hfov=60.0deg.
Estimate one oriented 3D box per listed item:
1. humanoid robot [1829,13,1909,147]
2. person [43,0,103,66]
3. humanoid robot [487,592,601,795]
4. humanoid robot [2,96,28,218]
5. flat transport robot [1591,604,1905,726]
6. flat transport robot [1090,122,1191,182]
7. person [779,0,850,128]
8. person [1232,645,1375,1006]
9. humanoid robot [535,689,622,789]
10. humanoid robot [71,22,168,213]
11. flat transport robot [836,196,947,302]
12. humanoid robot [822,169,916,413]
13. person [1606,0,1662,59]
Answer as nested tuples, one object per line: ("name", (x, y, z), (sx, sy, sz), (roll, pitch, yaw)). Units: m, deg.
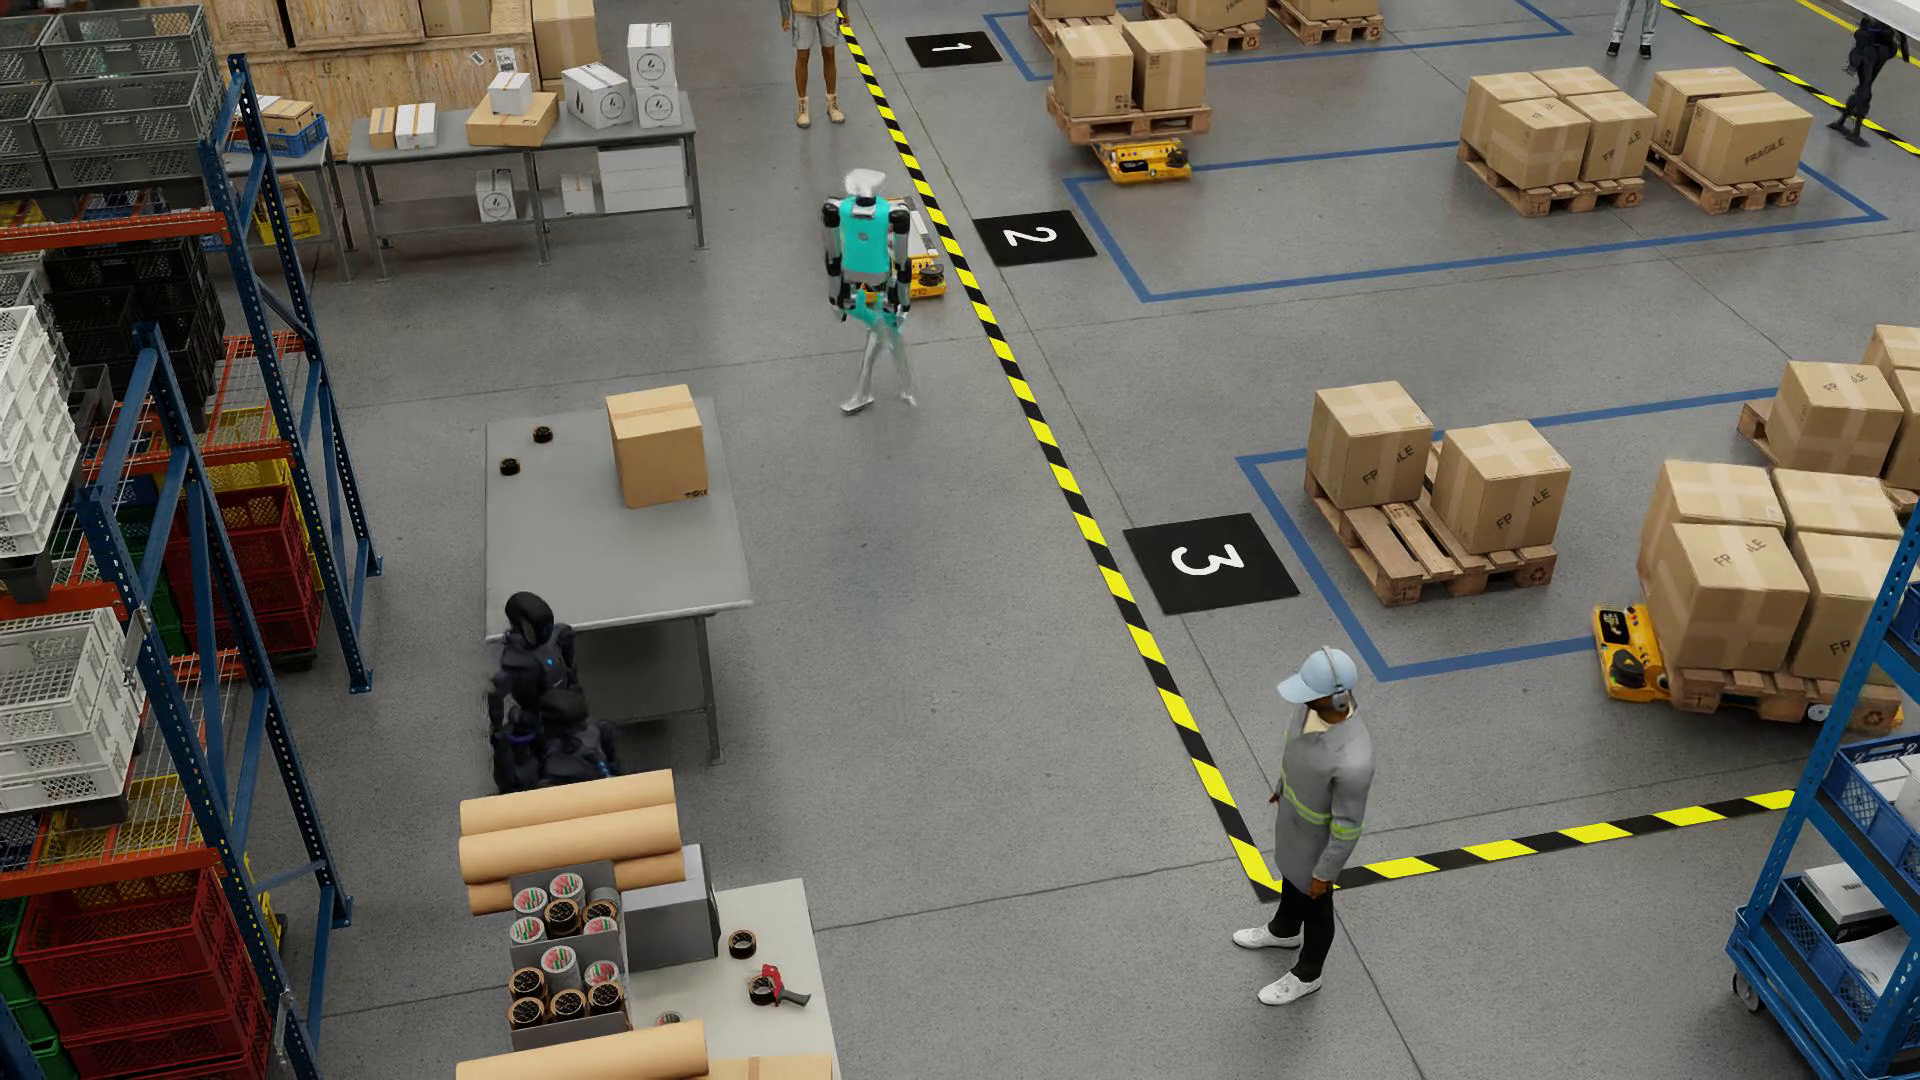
("humanoid robot", (7.751, -4.133, 13.938), (0.589, 1.643, 0.611), (-15, 39, -19))
("person", (-8.261, -5.217, 15.210), (0.480, 1.886, 0.680), (19, 41, 24))
("humanoid robot", (-1.823, 0.889, 7.187), (0.352, 1.648, 0.596), (17, 40, 21))
("humanoid robot", (-7.300, -2.926, 12.277), (0.560, 1.746, 1.045), (2, 37, 3))
("flat transport robot", (4.105, 0.617, 8.701), (1.431, 0.197, 0.652), (6, 37, 7))
("flat transport robot", (1.427, -3.455, 14.174), (0.652, 0.197, 1.431), (-8, 37, -10))
("person", (-1.236, -4.537, 14.165), (0.613, 2.045, 0.366), (-9, 38, -12))
("person", (1.385, 1.143, 6.695), (0.392, 1.848, 0.586), (-6, 37, -8))
("humanoid robot", (-1.517, 1.241, 6.700), (0.399, 1.650, 0.612), (12, 38, 16))
("humanoid robot", (-6.032, -2.930, 12.309), (0.781, 1.832, 0.566), (-9, 38, -11))
("flat transport robot", (-0.570, -2.220, 12.538), (0.659, 0.231, 1.431), (-8, 37, -10))
("humanoid robot", (-0.525, -1.584, 10.449), (0.540, 1.769, 0.779), (5, 37, 7))
("person", (6.476, -5.435, 15.543), (0.595, 1.837, 0.404), (10, 38, 13))
